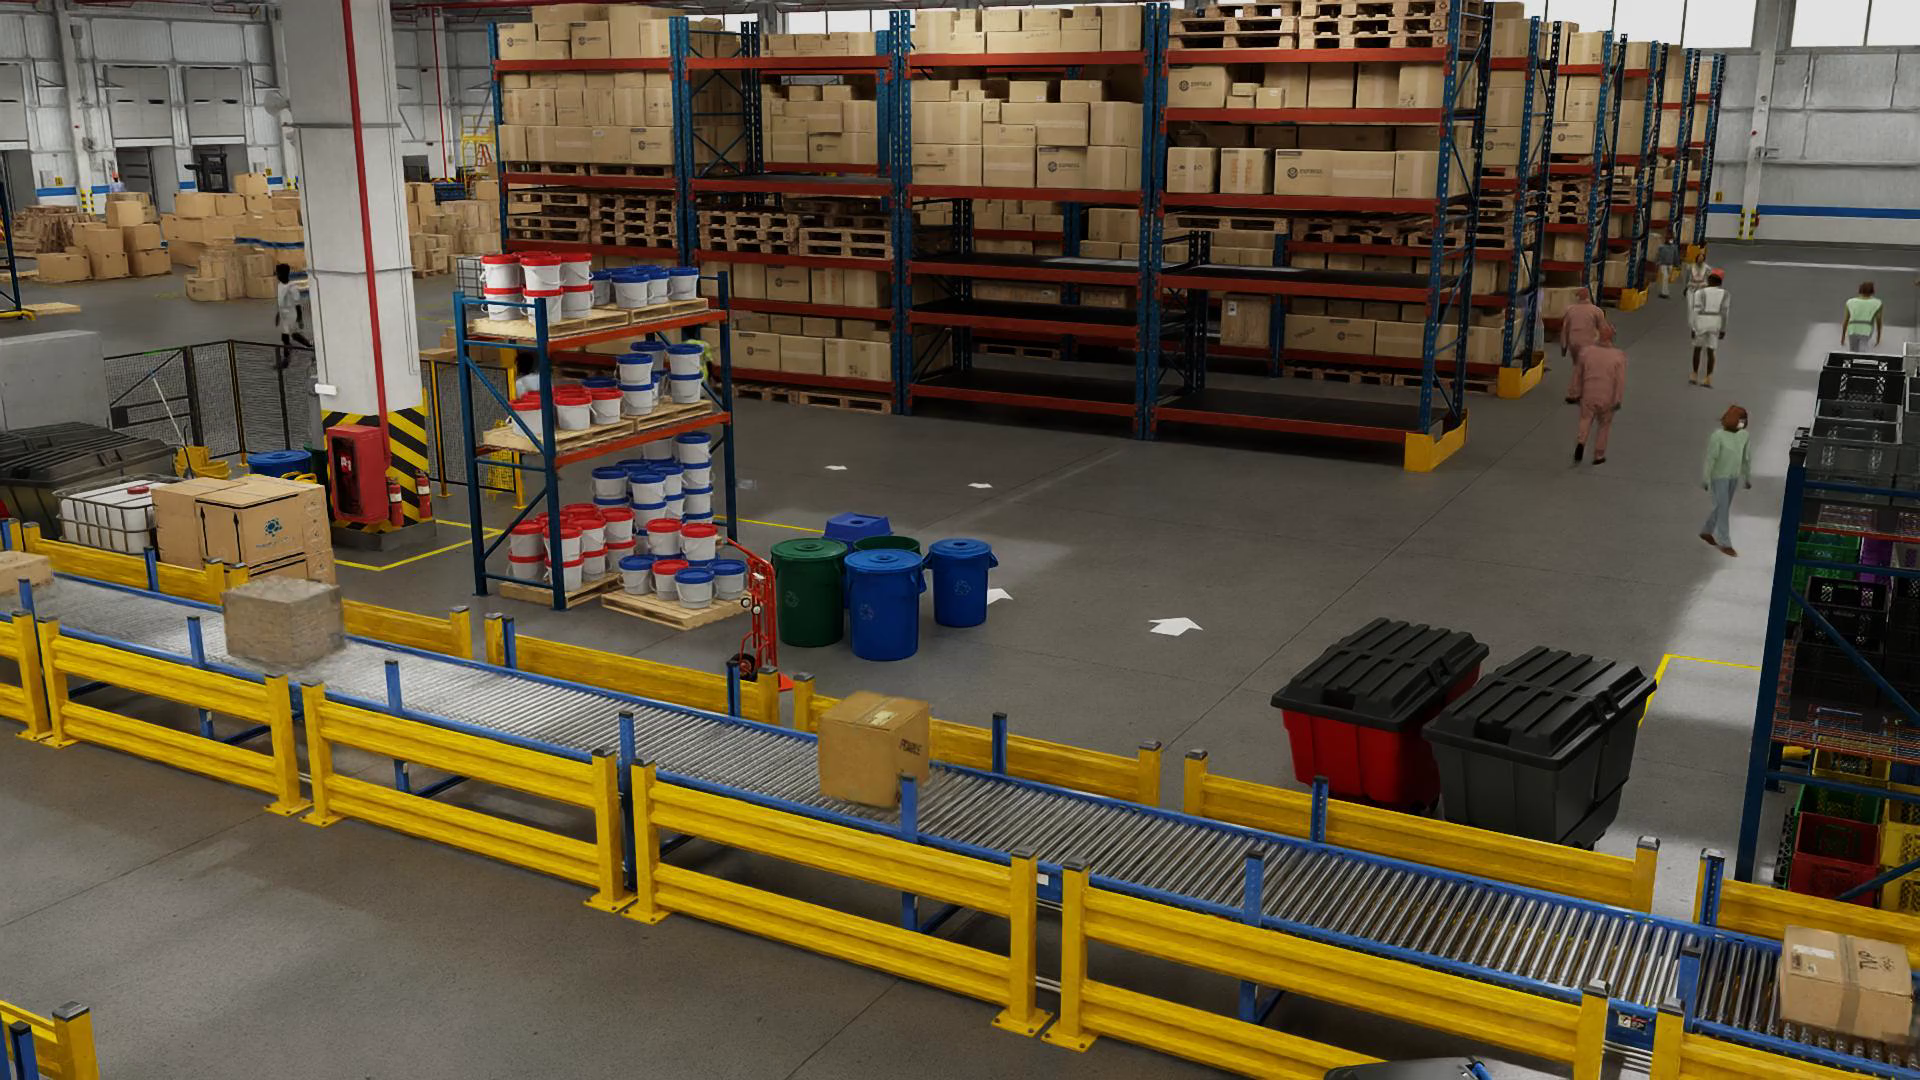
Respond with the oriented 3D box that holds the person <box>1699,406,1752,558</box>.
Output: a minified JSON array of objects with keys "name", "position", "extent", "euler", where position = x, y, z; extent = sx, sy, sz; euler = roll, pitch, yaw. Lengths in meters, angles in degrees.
[{"name":"person","position":[8.336,-0.657,18.066],"extent":[0.515,1.617,0.726],"euler":[-5,16,-18]}]

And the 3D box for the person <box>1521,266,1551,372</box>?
[{"name":"person","position":[10.209,-3.976,29.917],"extent":[0.872,1.911,0.631],"euler":[10,18,34]}]

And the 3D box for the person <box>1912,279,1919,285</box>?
[{"name":"person","position":[25.682,-7.587,43.716],"extent":[0.959,1.793,0.641],"euler":[2,15,8]}]

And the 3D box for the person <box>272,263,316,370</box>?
[{"name":"person","position":[-12.154,-4.097,30.333],"extent":[0.960,1.936,0.601],"euler":[-13,20,-41]}]

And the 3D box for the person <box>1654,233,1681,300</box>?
[{"name":"person","position":[17.336,-6.685,40.661],"extent":[0.620,1.595,0.674],"euler":[-3,15,-13]}]

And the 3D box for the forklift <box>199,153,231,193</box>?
[{"name":"forklift","position":[-27.440,-12.865,61.464],"extent":[1.873,2.768,1.129],"euler":[8,17,28]}]

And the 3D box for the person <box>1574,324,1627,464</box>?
[{"name":"person","position":[8.562,-1.937,22.268],"extent":[0.656,1.898,0.521],"euler":[10,18,34]}]

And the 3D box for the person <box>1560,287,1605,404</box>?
[{"name":"person","position":[10.067,-3.147,26.917],"extent":[0.974,1.851,0.656],"euler":[-13,19,-40]}]

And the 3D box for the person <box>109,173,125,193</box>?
[{"name":"person","position":[-33.394,-13.581,65.959],"extent":[0.543,1.939,0.360],"euler":[-9,17,-30]}]

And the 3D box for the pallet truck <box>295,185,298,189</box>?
[{"name":"pallet truck","position":[-26.804,-14.617,69.738],"extent":[1.885,1.965,0.823],"euler":[-14,20,-42]}]

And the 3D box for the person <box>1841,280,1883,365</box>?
[{"name":"person","position":[15.273,-3.485,28.213],"extent":[0.582,1.821,0.713],"euler":[11,18,35]}]

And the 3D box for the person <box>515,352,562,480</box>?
[{"name":"person","position":[-5.537,-1.592,21.434],"extent":[0.887,1.646,0.548],"euler":[8,17,29]}]

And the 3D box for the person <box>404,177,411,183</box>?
[{"name":"person","position":[-21.126,-12.916,63.544],"extent":[0.959,1.904,0.643],"euler":[-14,20,-42]}]

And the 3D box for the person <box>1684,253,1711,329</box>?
[{"name":"person","position":[15.832,-5.360,35.717],"extent":[0.530,1.594,0.861],"euler":[5,16,18]}]

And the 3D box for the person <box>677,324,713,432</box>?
[{"name":"person","position":[-3.894,-2.381,24.365],"extent":[0.541,1.667,0.751],"euler":[0,15,1]}]

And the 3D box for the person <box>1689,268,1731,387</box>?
[{"name":"person","position":[12.802,-3.628,28.433],"extent":[0.625,1.986,0.879],"euler":[3,15,9]}]
